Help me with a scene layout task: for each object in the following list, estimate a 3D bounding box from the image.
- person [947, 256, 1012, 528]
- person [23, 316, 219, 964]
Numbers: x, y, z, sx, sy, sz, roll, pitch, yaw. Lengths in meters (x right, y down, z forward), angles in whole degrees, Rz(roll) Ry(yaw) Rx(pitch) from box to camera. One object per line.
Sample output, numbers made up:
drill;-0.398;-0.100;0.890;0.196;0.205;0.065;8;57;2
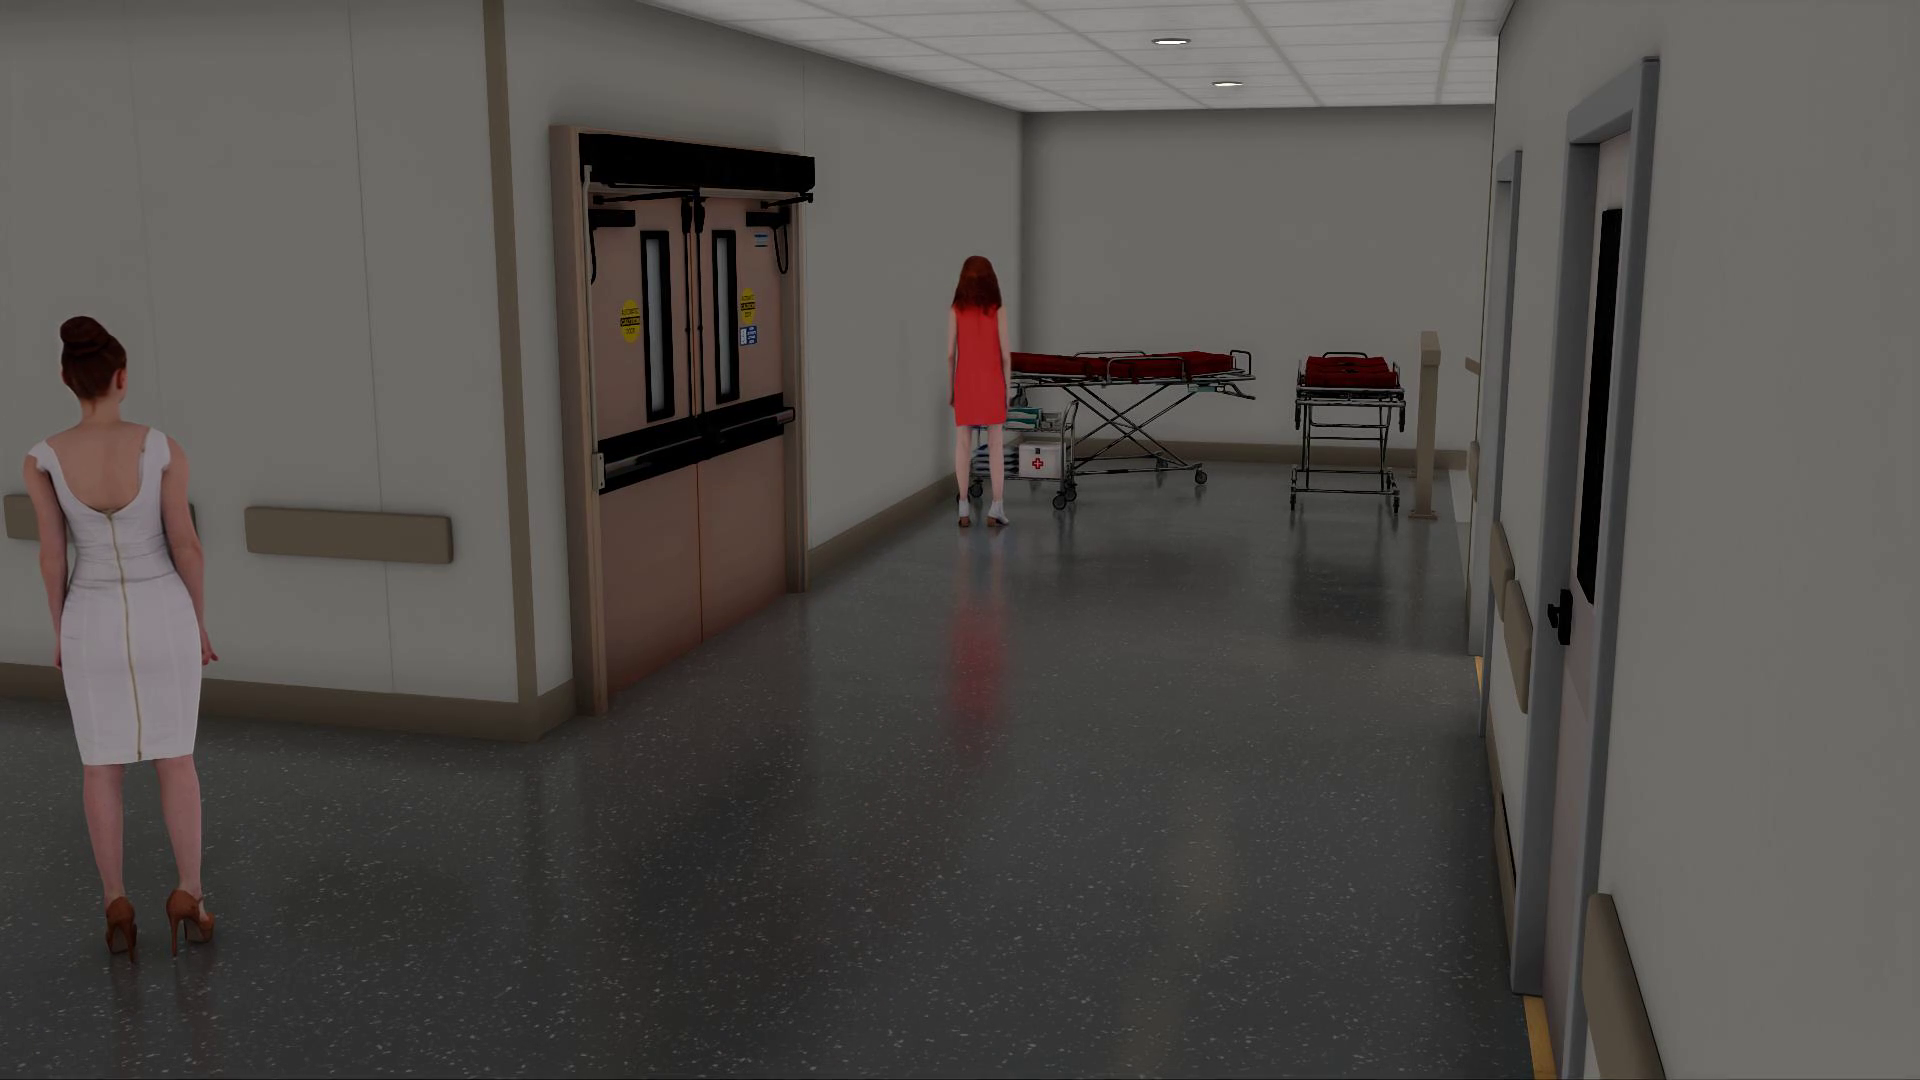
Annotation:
person;0.129;-1.001;11.252;0.579;1.825;0.499;3;11;14
person;-2.294;0.283;4.574;0.633;1.792;0.636;-3;11;-16
